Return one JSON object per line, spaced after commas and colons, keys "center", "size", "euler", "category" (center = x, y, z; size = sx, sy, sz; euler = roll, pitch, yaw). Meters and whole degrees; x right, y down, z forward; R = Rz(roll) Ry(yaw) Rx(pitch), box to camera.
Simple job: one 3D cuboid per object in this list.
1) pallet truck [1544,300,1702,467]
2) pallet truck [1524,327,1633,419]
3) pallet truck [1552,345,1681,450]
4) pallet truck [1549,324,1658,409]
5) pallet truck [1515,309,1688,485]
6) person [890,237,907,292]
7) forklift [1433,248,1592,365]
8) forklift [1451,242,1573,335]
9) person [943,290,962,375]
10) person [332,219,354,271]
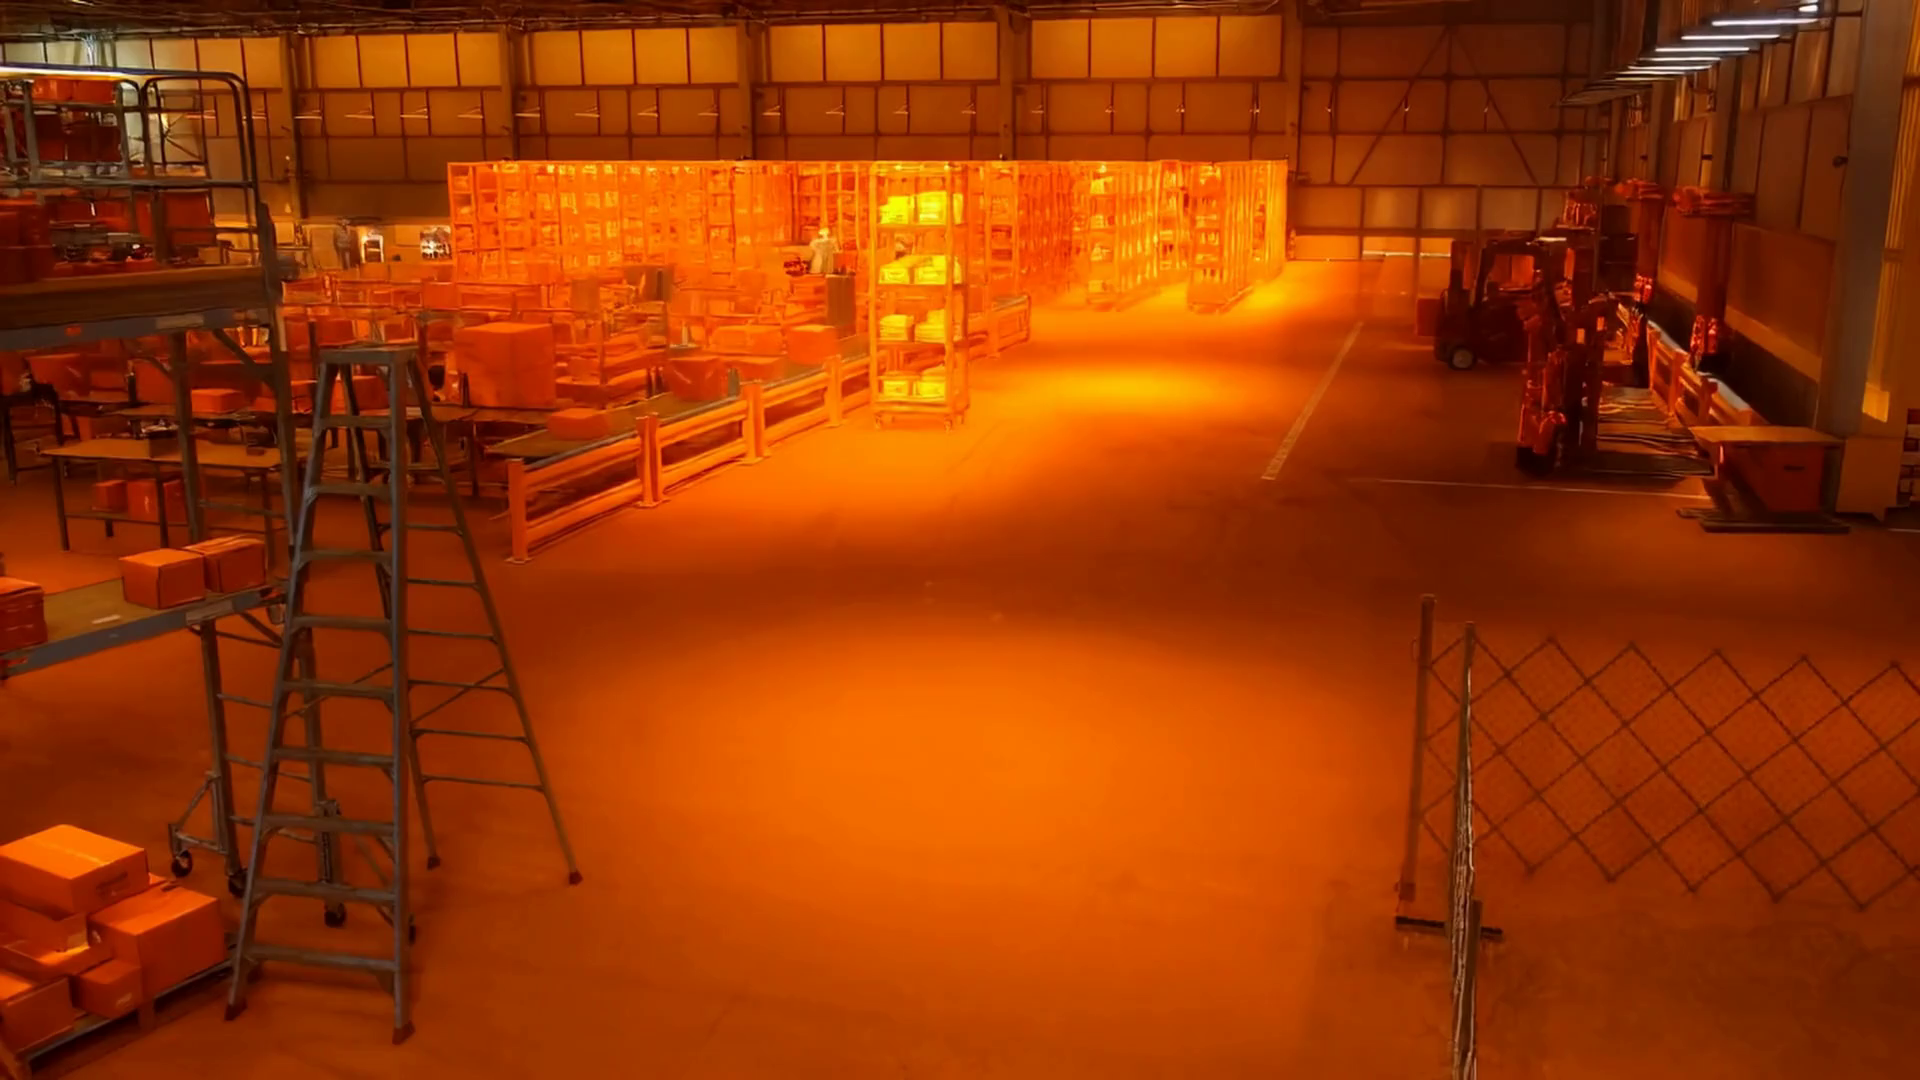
{"center": [8.263, -1.952, 20.631], "size": [1.885, 1.965, 0.823], "euler": [5, 14, 20], "category": "pallet truck"}
{"center": [9.065, -2.460, 24.370], "size": [1.522, 1.261, 0.704], "euler": [3, 13, 14], "category": "pallet truck"}
{"center": [8.641, -1.896, 21.908], "size": [1.630, 1.274, 0.653], "euler": [4, 14, 16], "category": "pallet truck"}
{"center": [9.824, -2.669, 25.407], "size": [1.601, 1.201, 0.680], "euler": [4, 14, 16], "category": "pallet truck"}
{"center": [7.554, -1.677, 19.446], "size": [1.885, 1.965, 0.823], "euler": [3, 13, 14], "category": "pallet truck"}
{"center": [-1.434, -6.412, 40.275], "size": [0.596, 1.821, 0.591], "euler": [6, 14, 24], "category": "person"}
{"center": [9.780, -4.111, 29.280], "size": [2.680, 1.987, 1.157], "euler": [3, 13, 14], "category": "forklift"}
{"center": [10.464, -4.597, 31.405], "size": [2.680, 1.987, 1.157], "euler": [4, 14, 16], "category": "forklift"}
{"center": [-0.160, -3.540, 27.425], "size": [0.394, 2.036, 0.604], "euler": [1, 13, 5], "category": "person"}
{"center": [-18.418, -8.644, 49.759], "size": [0.617, 1.885, 0.992], "euler": [-7, 15, -27], "category": "person"}
